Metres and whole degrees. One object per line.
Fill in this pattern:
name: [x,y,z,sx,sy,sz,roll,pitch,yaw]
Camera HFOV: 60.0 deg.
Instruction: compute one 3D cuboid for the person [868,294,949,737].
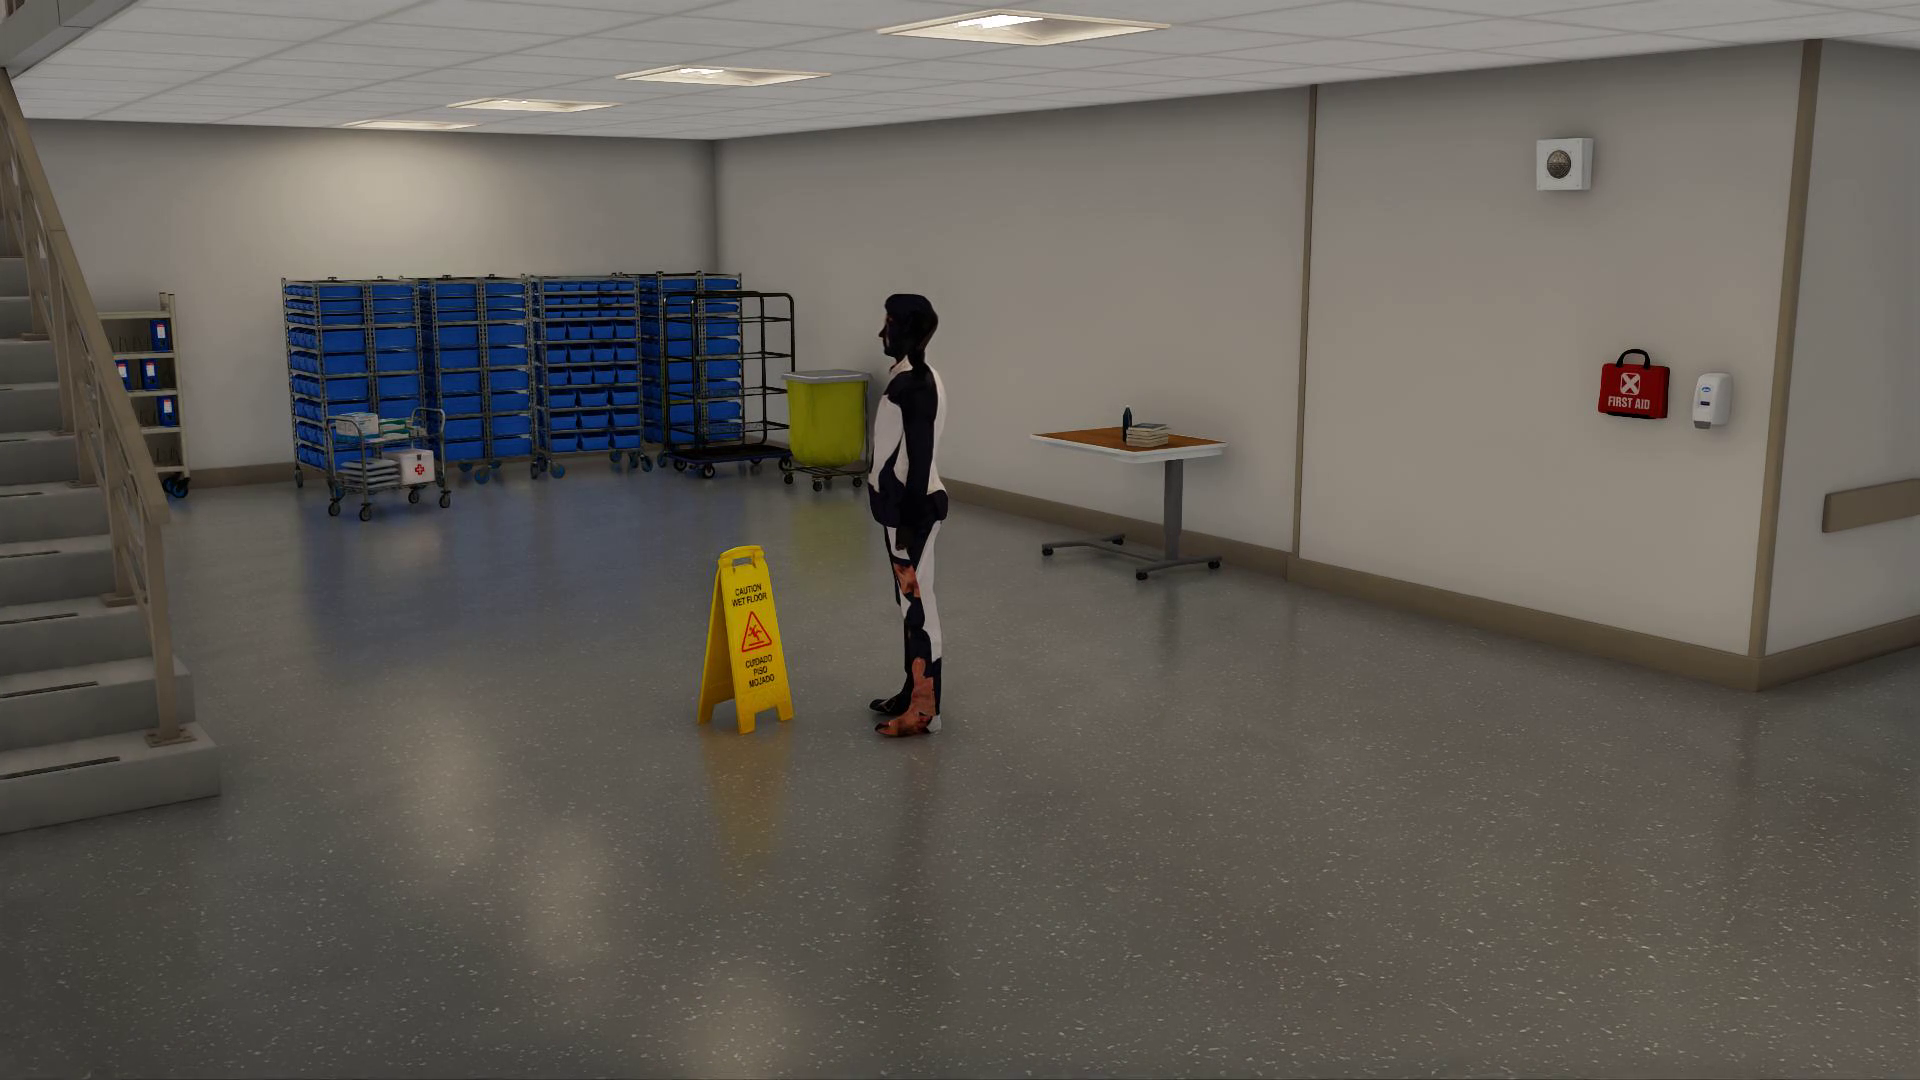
person: [-0.208,-0.117,7.212,0.829,1.893,0.708,-1,11,-5]
